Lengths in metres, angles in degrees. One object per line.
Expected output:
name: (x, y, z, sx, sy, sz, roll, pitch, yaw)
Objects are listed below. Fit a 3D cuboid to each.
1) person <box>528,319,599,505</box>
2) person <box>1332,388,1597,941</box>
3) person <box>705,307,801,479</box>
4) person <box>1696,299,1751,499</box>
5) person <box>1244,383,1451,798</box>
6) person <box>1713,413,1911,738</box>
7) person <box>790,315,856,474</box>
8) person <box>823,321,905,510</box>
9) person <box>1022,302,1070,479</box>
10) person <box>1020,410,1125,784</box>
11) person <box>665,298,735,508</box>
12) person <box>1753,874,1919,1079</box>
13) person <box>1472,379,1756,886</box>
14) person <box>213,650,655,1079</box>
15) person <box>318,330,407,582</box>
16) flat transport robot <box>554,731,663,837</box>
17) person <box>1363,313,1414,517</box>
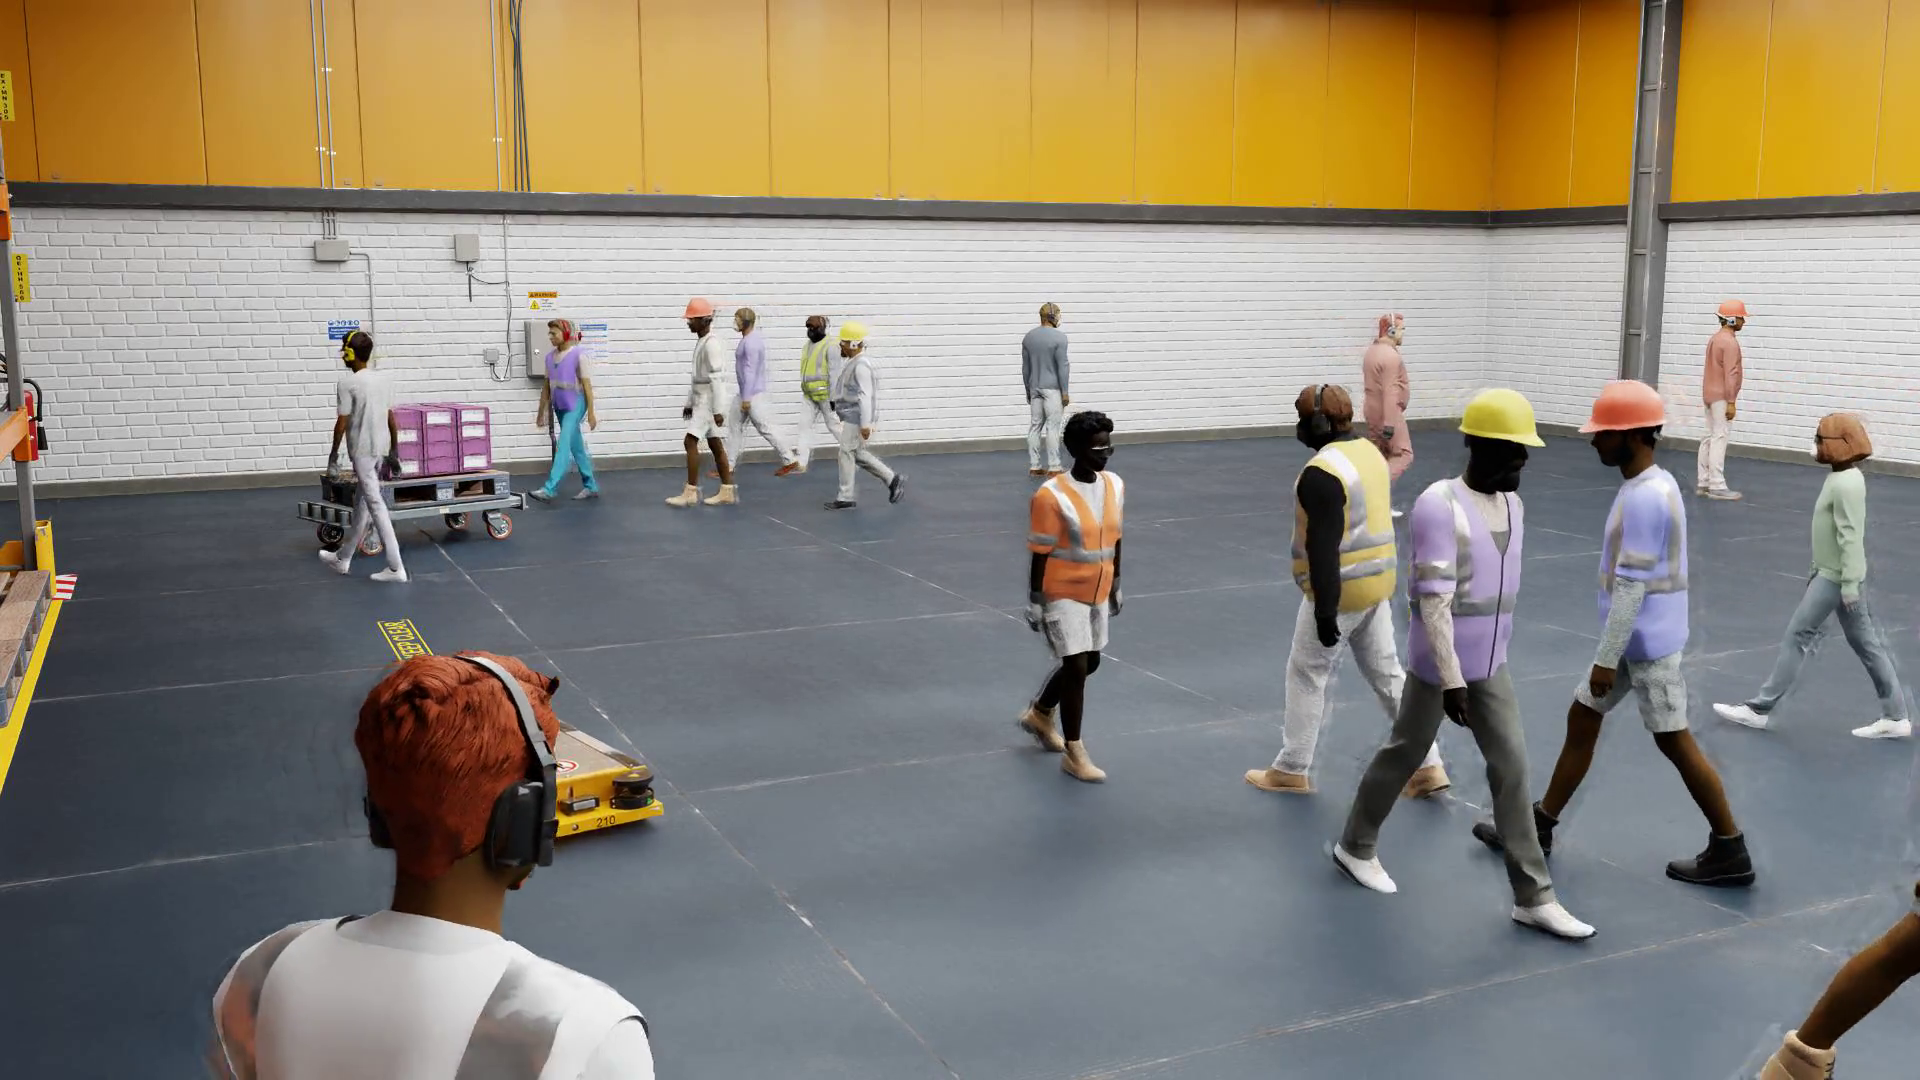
person: (-3.918, -1.246, 16.237, 0.599, 1.794, 0.947, 8, 12, 41)
person: (1.754, 0.401, 5.841, 0.598, 1.875, 1.006, -6, 11, -34)
person: (-2.248, -1.603, 18.192, 1.025, 1.898, 0.637, -2, 9, -15)
person: (7.662, -1.414, 16.695, 0.393, 1.995, 0.612, 1, 9, 5)
person: (1.715, 0.232, 7.112, 0.831, 1.809, 0.647, 7, 11, 36)
person: (4.229, 0.175, 8.088, 0.881, 1.585, 0.517, 5, 10, 28)
person: (-1.523, -1.653, 18.823, 0.931, 1.802, 0.628, -8, 12, -41)
person: (-0.918, -1.180, 15.828, 0.718, 1.809, 0.594, -1, 9, -5)
person: (0.951, -1.631, 18.234, 0.376, 1.936, 0.627, -9, 13, -44)
person: (0.462, 0.226, 7.544, 0.544, 1.657, 0.690, -8, 12, -40)
person: (-2.557, -1.307, 15.995, 0.831, 2.016, 0.614, -2, 9, -13)
person: (2.485, 0.646, 3.999, 1.057, 1.993, 0.605, 7, 11, 37)
person: (2.508, 0.346, 6.174, 1.014, 1.876, 0.545, 3, 10, 20)
person: (-0.538, 1.047, 1.848, 0.648, 1.858, 0.582, 5, 10, 27)
person: (-4.456, -0.608, 12.196, 0.913, 1.830, 0.554, 3, 10, 19)
flat transport robot: (-1.899, 0.983, 7.158, 0.652, 0.197, 1.431, -7, 11, -36)
person: (3.918, -1.129, 15.243, 0.431, 1.891, 0.655, -1, 9, -6)
